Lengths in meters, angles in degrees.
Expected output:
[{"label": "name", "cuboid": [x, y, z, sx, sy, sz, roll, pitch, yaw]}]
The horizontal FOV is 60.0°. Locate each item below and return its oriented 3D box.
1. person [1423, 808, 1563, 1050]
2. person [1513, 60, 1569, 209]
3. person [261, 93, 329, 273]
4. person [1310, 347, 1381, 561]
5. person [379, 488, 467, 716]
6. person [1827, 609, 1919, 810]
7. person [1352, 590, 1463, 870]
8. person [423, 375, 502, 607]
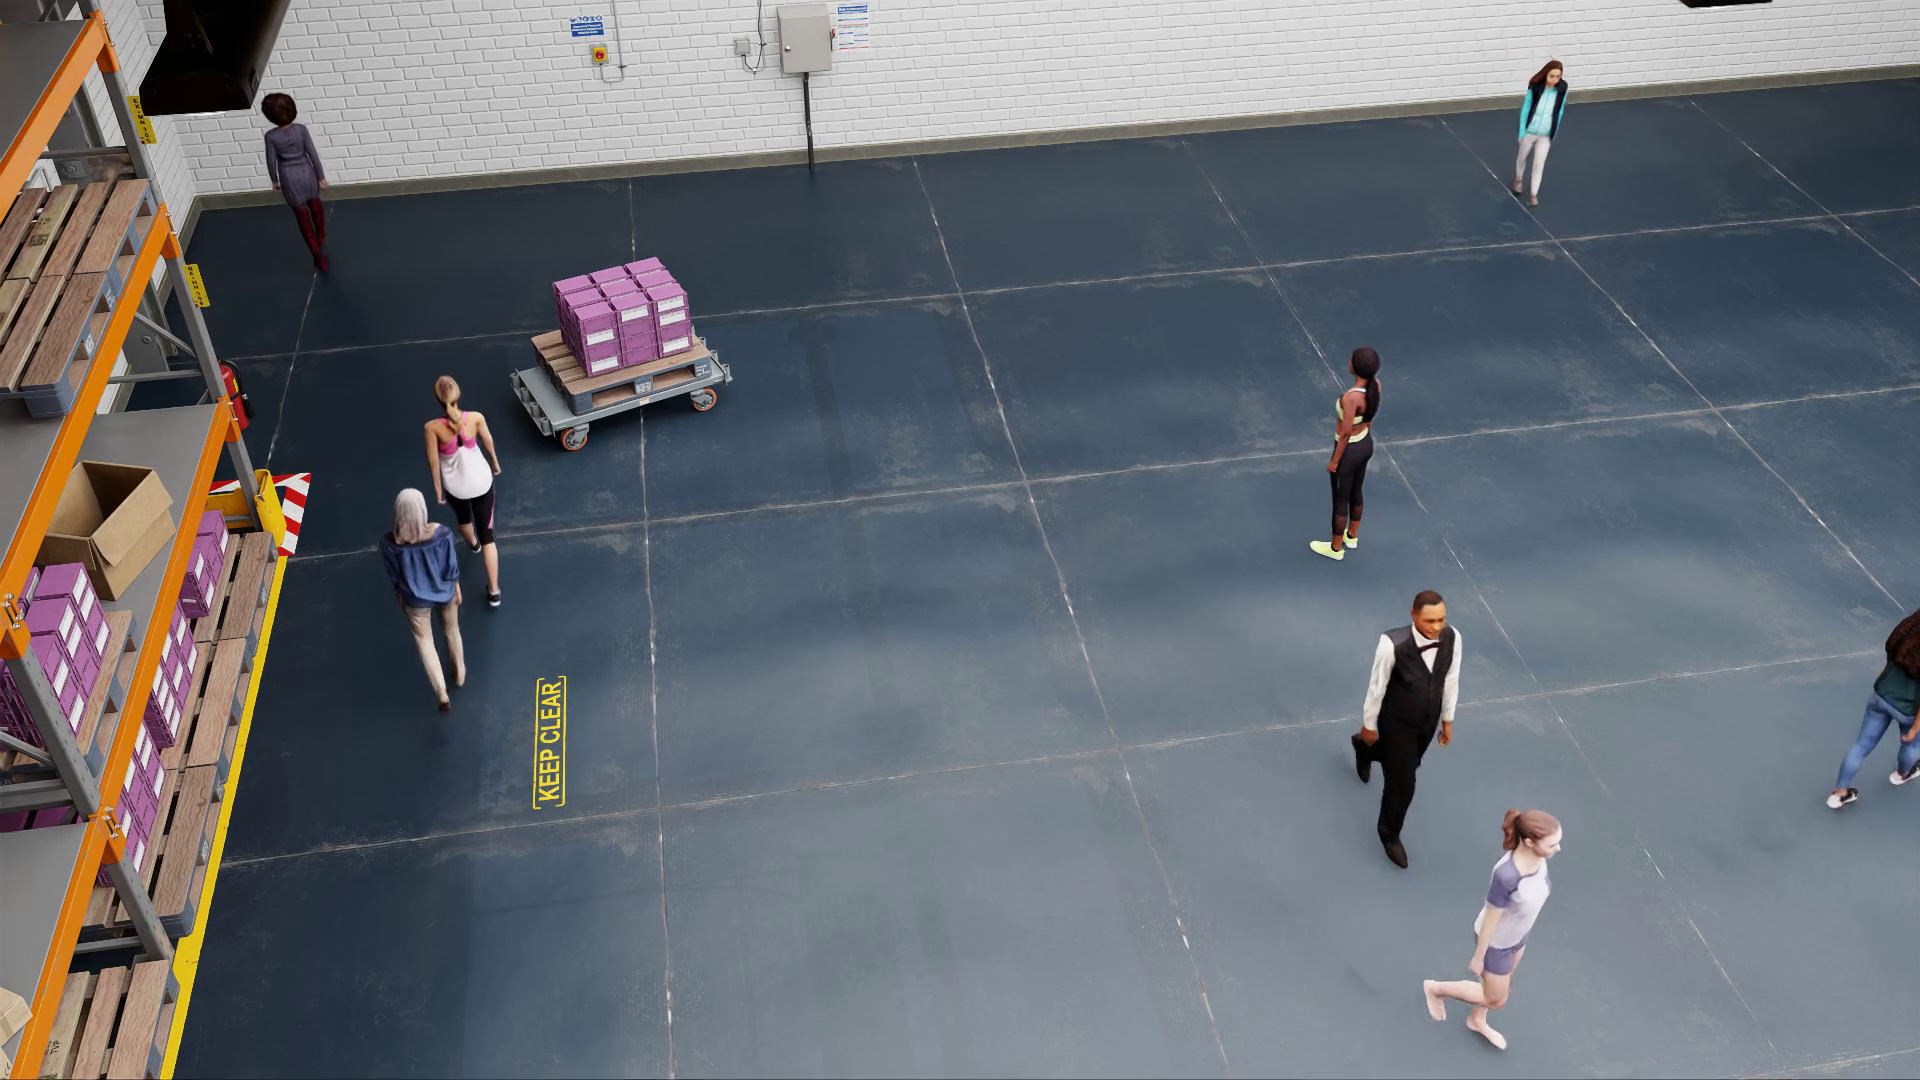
[{"label": "person", "cuboid": [2.781, 2.020, 8.753, 0.784, 1.755, 0.858, -32, 48, -33]}, {"label": "person", "cuboid": [5.765, -4.123, 16.683, 0.762, 1.459, 1.001, 7, 39, 8]}, {"label": "person", "cuboid": [-6.124, -3.287, 15.454, 0.826, 1.687, 1.026, -21, 43, -24]}, {"label": "person", "cuboid": [2.847, -0.626, 12.068, 0.644, 1.754, 0.669, -31, 48, -33]}, {"label": "person", "cuboid": [-3.445, 0.424, 10.810, 0.714, 1.682, 0.963, -12, 40, -15]}, {"label": "person", "cuboid": [5.659, 1.030, 10.129, 0.877, 1.586, 0.991, -21, 43, -25]}, {"label": "person", "cuboid": [2.641, 0.992, 9.931, 0.813, 1.892, 1.184, -12, 40, -14]}, {"label": "person", "cuboid": [-3.428, -0.309, 11.683, 0.843, 1.738, 1.204, -16, 41, -19]}]
